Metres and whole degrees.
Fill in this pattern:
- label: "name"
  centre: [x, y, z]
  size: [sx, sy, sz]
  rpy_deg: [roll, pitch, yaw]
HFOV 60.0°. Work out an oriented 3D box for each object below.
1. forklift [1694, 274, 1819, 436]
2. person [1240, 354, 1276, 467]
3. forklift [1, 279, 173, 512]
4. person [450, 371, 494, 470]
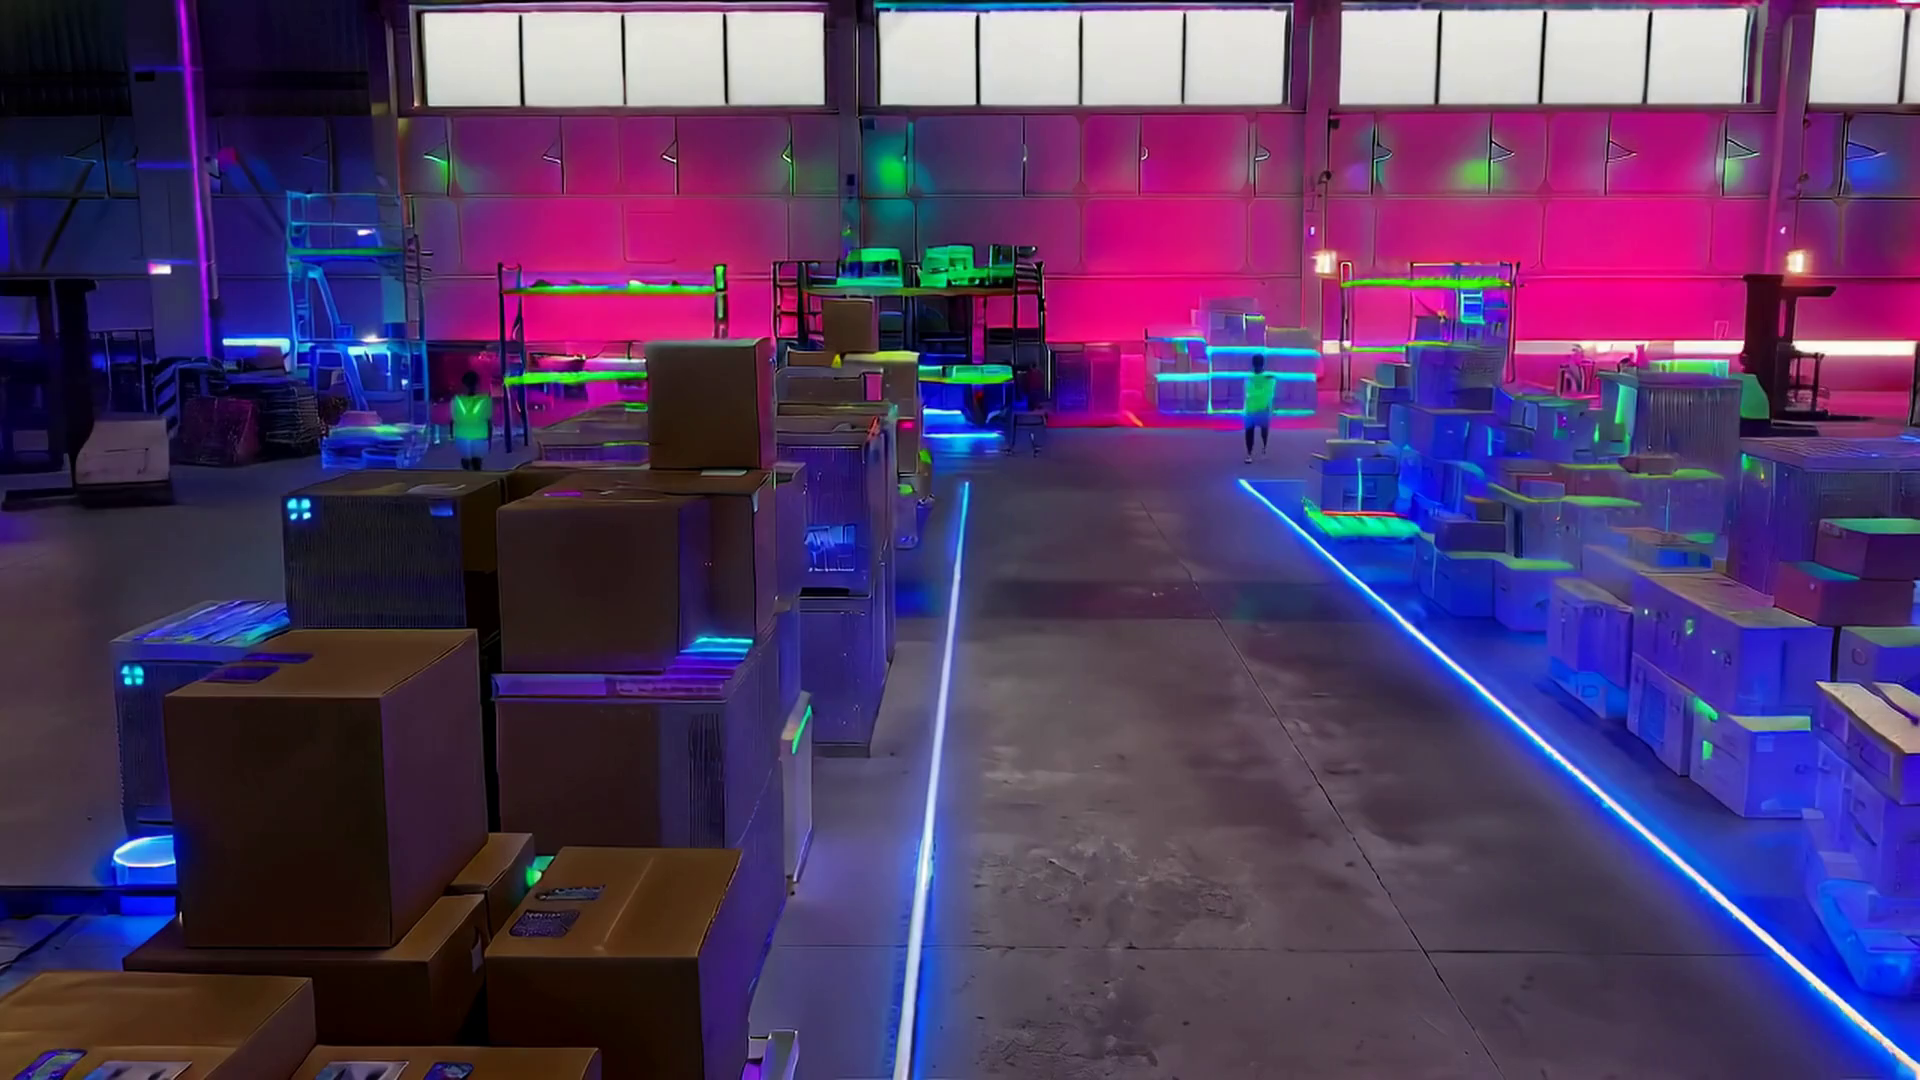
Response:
- label: "forklift"
  centre: [14.005, -3.267, 29.205]
  size: [1.873, 2.768, 1.129]
  rpy_deg: [1, 10, 8]
- label: "person"
  centre: [4.445, -1.946, 24.846]
  size: [0.547, 1.681, 0.509]
  rpy_deg: [3, 10, 18]
- label: "forklift"
  centre: [-10.931, -1.845, 20.689]
  size: [1.873, 2.768, 1.129]
  rpy_deg: [-4, 10, -25]
- label: "person"
  centre: [-6.138, -1.301, 21.013]
  size: [0.539, 1.679, 0.701]
  rpy_deg: [1, 9, 4]
